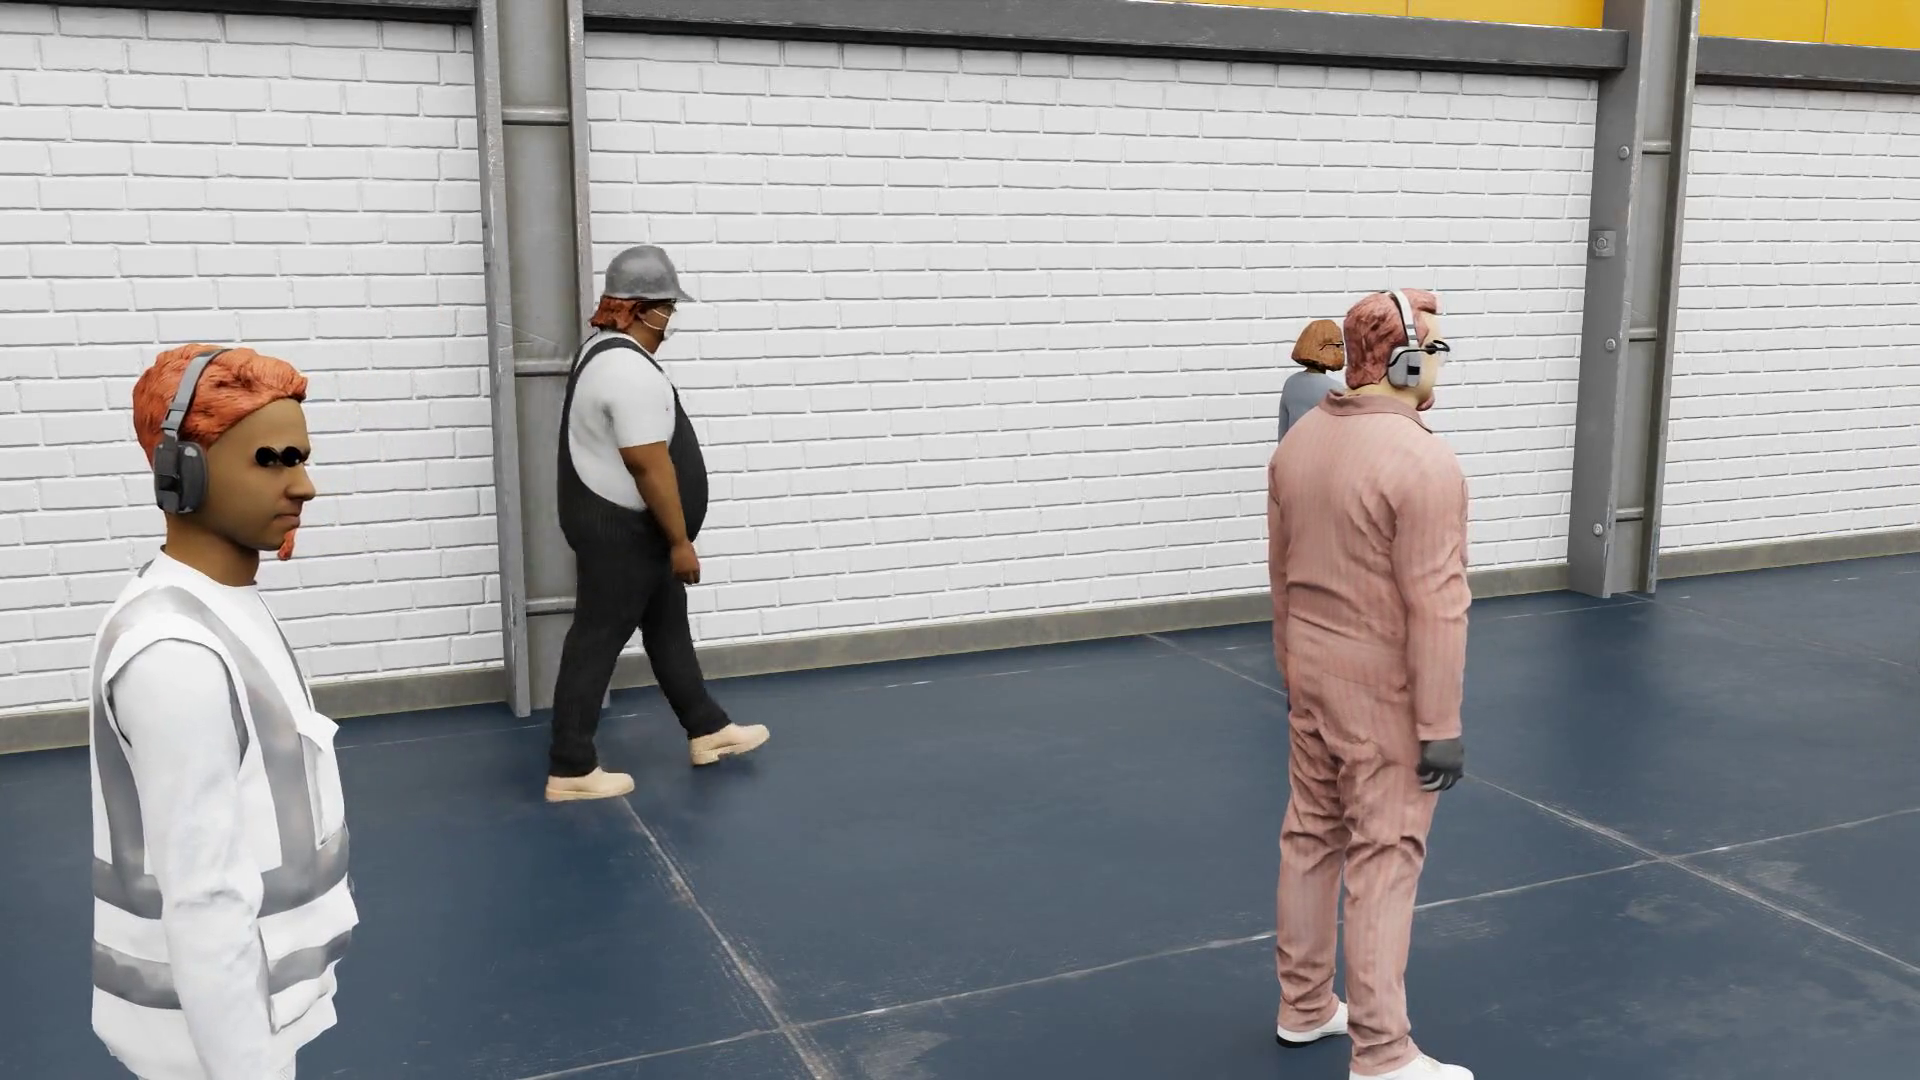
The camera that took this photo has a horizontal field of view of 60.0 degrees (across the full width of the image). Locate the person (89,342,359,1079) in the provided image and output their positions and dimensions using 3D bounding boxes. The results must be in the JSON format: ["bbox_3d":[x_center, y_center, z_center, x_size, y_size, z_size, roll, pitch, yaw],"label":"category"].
[{"bbox_3d":[-1.010,0.670,2.344,0.362,1.883,0.575,-4,11,-20],"label":"person"}]

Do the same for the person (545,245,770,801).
[{"bbox_3d":[-1.109,-0.082,6.054,0.965,2.000,0.692,-4,11,-19],"label":"person"}]

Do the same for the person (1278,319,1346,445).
[{"bbox_3d":[1.743,-0.267,8.195,0.286,1.633,0.500,-4,11,-20],"label":"person"}]

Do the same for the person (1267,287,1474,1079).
[{"bbox_3d":[0.996,0.361,3.981,0.400,1.910,0.643,-4,11,-20],"label":"person"}]
